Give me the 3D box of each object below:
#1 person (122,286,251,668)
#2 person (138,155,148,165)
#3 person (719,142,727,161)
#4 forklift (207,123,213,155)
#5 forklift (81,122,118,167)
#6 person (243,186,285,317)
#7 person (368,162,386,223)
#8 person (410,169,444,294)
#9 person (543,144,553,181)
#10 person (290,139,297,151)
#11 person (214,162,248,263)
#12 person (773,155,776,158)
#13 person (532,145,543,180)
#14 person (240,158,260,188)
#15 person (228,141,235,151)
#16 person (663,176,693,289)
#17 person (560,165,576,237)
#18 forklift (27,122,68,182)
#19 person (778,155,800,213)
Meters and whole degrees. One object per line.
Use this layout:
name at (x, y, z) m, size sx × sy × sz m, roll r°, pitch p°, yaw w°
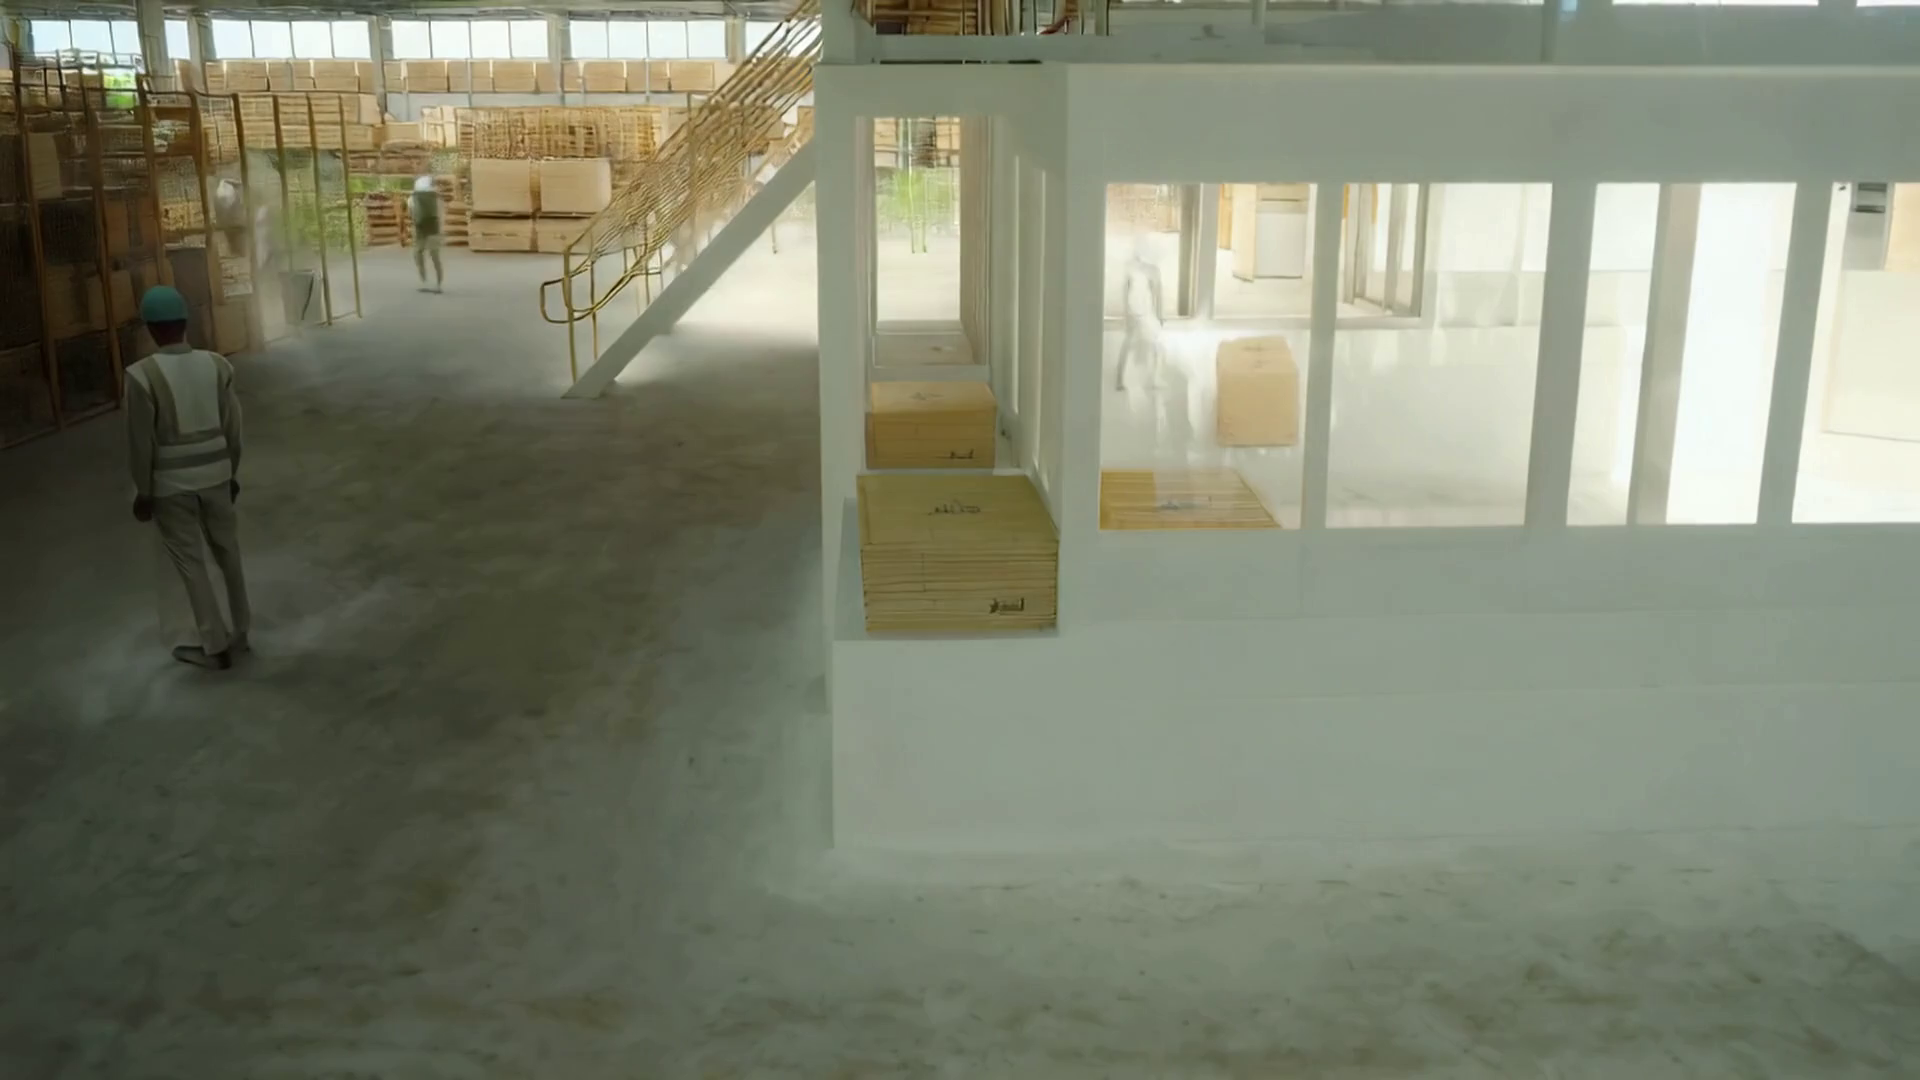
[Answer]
person at (-3.953, -0.318, 8.498) m, size 0.395 × 1.943 × 0.616 m, roll 8°, pitch 16°, yaw 28°
person at (-34.868, -15.959, 71.282) m, size 0.607 × 1.819 × 0.457 m, roll -3°, pitch 14°, yaw -11°
person at (-10.827, -17.251, 76.125) m, size 0.780 × 1.976 × 0.628 m, roll 2°, pitch 14°, yaw 9°
forklift at (-39.216, -20.229, 86.184) m, size 1.129 × 2.768 × 1.873 m, roll -1°, pitch 14°, yaw -2°
forklift at (-37.883, -16.923, 72.970) m, size 1.129 × 2.768 × 1.873 m, roll -1°, pitch 14°, yaw -2°
person at (-9.965, -4.095, 23.726) m, size 1.049 × 1.888 × 0.643 m, roll -9°, pitch 17°, yaw -33°
person at (-14.066, -8.240, 40.362) m, size 0.752 × 1.847 × 0.626 m, roll -4°, pitch 15°, yaw -14°
person at (-8.760, -5.045, 27.244) m, size 0.688 × 2.016 × 0.647 m, roll 11°, pitch 18°, yaw 36°
person at (-18.741, -17.032, 75.460) m, size 0.814 × 1.874 × 0.666 m, roll 5°, pitch 15°, yaw 18°
person at (-36.666, -21.149, 91.772) m, size 0.357 × 1.936 × 0.551 m, roll 10°, pitch 17°, yaw 34°
person at (-14.248, -6.350, 32.417) m, size 0.537 × 2.000 × 0.688 m, roll 3°, pitch 14°, yaw 11°
person at (-8.705, -17.328, 76.803) m, size 0.886 × 1.799 × 0.584 m, roll 1°, pitch 14°, yaw 2°
person at (-18.978, -16.838, 74.795) m, size 0.487 × 1.808 × 0.609 m, roll 12°, pitch 18°, yaw 39°
person at (-17.071, -8.196, 40.001) m, size 0.355 × 1.938 × 0.545 m, roll 5°, pitch 15°, yaw 18°
person at (-34.660, -18.031, 79.310) m, size 0.409 × 1.943 × 0.609 m, roll -6°, pitch 15°, yaw -21°
person at (-4.665, -5.225, 28.232) m, size 0.921 × 1.901 × 0.593 m, roll -11°, pitch 18°, yaw -38°
person at (-9.598, -8.317, 40.842) m, size 0.460 × 1.754 × 0.540 m, roll 8°, pitch 16°, yaw 29°
forklift at (-35.376, -14.773, 64.377) m, size 1.129 × 2.768 × 1.873 m, roll -1°, pitch 14°, yaw -2°
person at (-5.423, -11.152, 52.091) m, size 0.988 × 1.813 × 0.570 m, roll 8°, pitch 16°, yaw 29°
